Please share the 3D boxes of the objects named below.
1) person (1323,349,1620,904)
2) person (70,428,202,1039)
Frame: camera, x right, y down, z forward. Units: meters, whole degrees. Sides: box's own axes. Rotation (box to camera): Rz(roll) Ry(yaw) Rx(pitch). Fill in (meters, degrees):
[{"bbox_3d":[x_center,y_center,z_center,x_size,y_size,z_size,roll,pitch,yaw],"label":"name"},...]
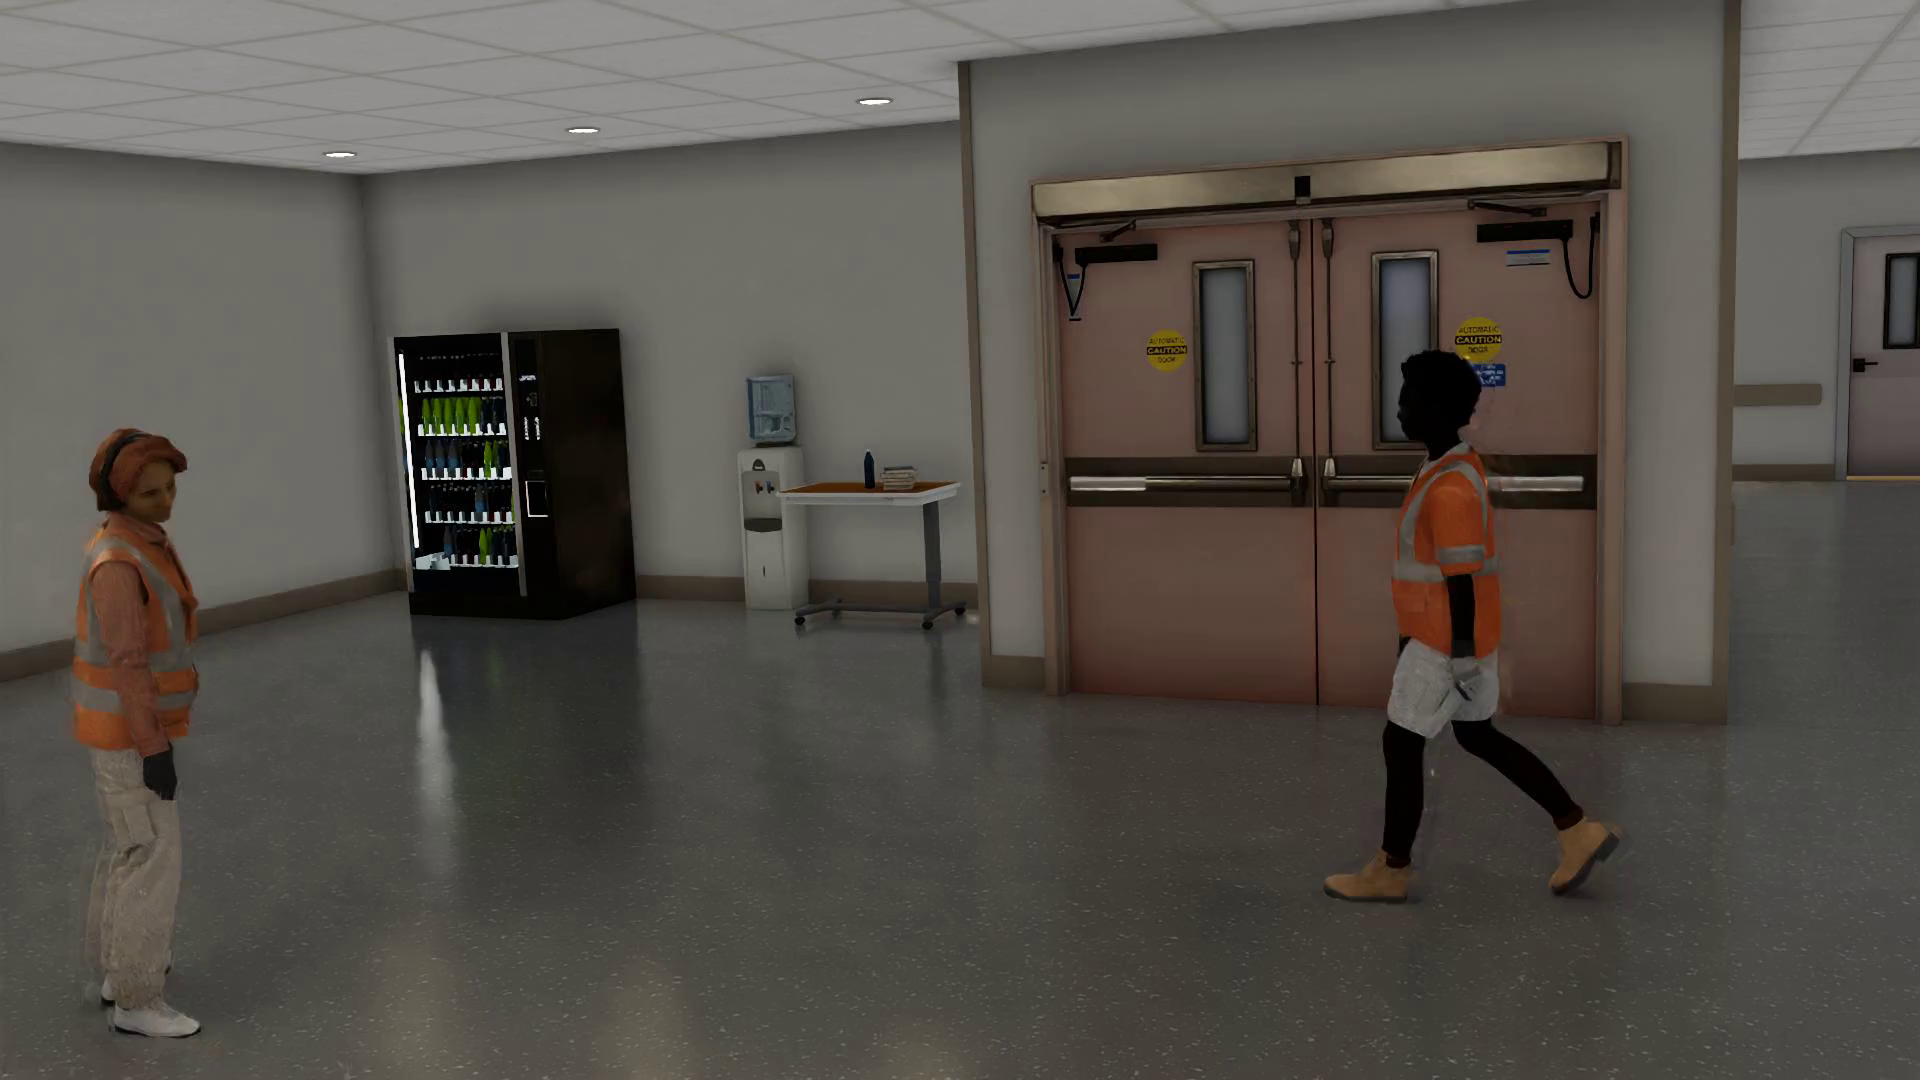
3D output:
[{"bbox_3d":[1.503,0.267,4.881,0.803,1.669,0.534,0,8,18],"label":"person"},{"bbox_3d":[-2.179,0.505,4.408,0.398,1.609,0.642,-5,8,-21],"label":"person"}]
